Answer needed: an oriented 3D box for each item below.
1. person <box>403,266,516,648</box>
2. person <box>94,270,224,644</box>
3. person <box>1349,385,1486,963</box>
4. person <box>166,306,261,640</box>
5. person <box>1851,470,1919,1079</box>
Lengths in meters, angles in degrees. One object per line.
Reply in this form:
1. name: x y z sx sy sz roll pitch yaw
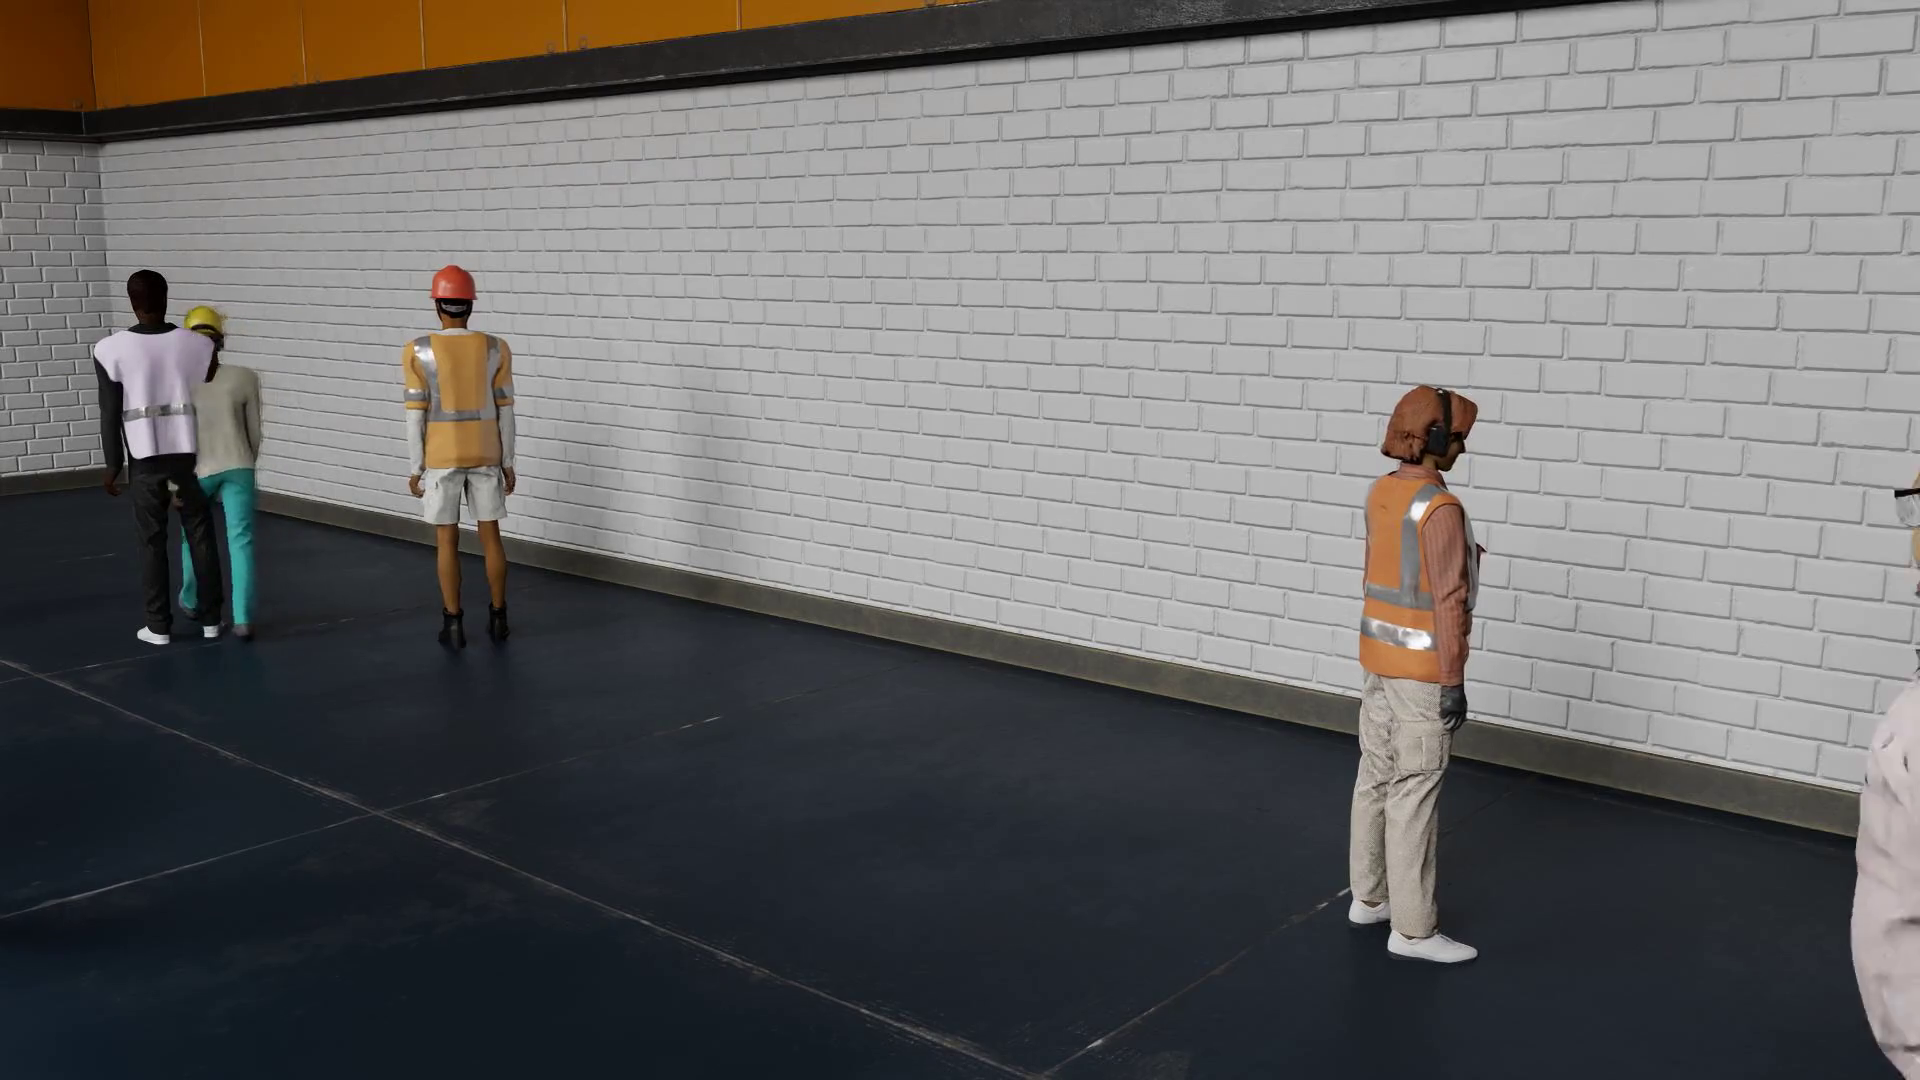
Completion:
1. person: -2.534 -0.412 8.482 0.552 1.938 0.439 -5 11 -27
2. person: -4.072 -0.417 8.522 0.587 1.913 0.391 -7 12 -35
3. person: 1.300 0.378 4.771 0.309 1.640 0.513 -2 10 -11
4. person: -3.935 -0.360 8.747 0.529 1.716 0.926 -7 12 -35
5. person: 1.384 0.736 2.188 0.649 1.838 1.059 -6 12 -30
